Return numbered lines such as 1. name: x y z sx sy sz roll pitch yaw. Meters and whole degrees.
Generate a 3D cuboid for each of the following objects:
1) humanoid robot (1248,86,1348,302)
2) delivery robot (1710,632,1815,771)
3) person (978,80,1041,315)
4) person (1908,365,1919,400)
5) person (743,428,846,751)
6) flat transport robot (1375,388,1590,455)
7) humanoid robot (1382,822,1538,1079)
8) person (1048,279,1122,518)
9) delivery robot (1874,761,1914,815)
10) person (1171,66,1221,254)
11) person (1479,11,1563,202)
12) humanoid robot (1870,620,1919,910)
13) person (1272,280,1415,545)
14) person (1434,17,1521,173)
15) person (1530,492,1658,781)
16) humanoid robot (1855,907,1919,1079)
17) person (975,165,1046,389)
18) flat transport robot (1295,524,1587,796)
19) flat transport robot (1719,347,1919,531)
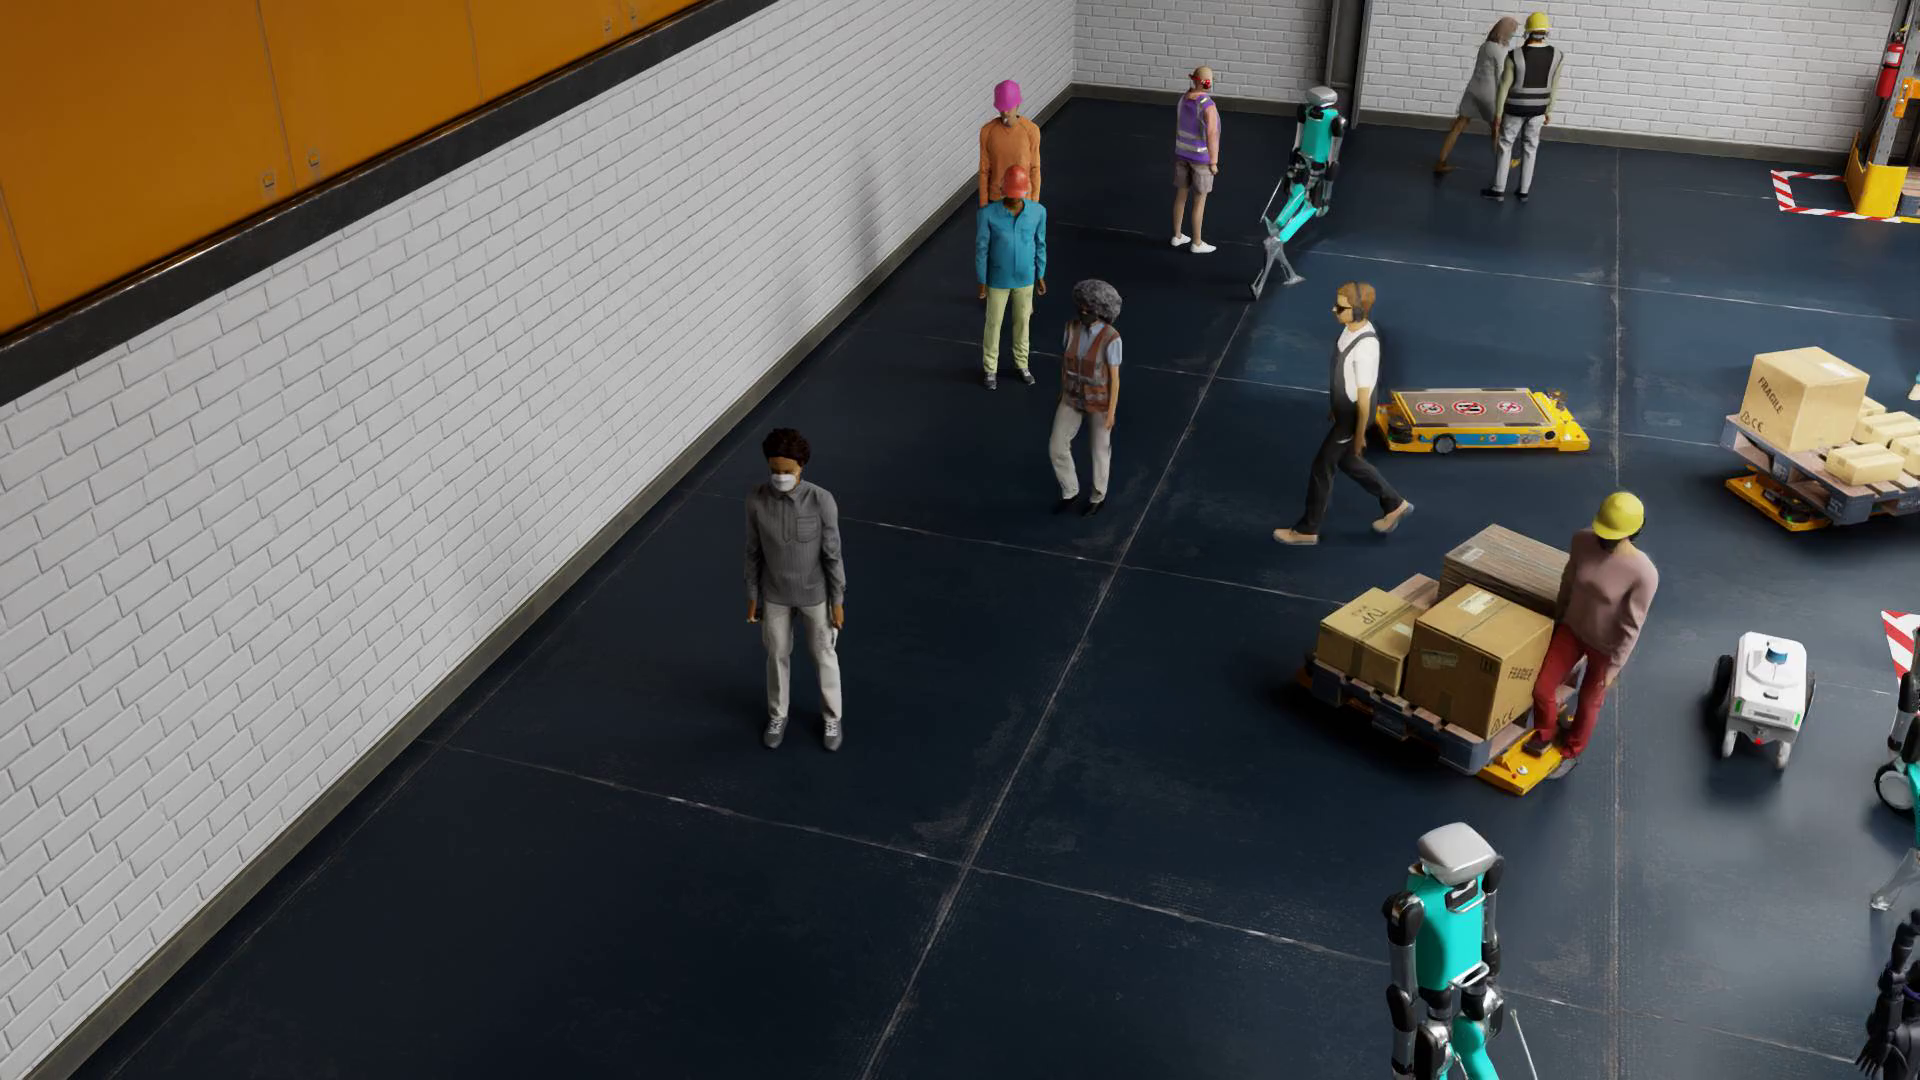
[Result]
1. humanoid robot: 2.754 -2.894 14.135 0.903 1.813 0.545 -18 35 -28
2. delivery robot: 4.331 0.813 8.935 0.499 0.570 0.750 13 33 21
3. person: 0.405 -2.828 13.765 0.517 1.972 0.405 3 31 6
4. person: 7.385 -1.825 12.153 0.371 1.864 0.537 -4 31 -6
5. person: -0.843 0.255 8.599 0.536 1.889 0.388 4 31 7
6. flat transport robot: 3.767 -0.867 12.101 1.431 0.231 0.659 0 30 -1
7. humanoid robot: 1.898 1.939 5.963 0.555 1.849 0.892 -20 36 -30
8. person: 0.794 -0.883 10.734 0.479 1.671 0.504 20 36 31
9. delivery robot: 5.064 1.202 8.311 0.499 0.608 0.801 -16 34 -25
10. person: 2.133 -3.439 15.070 0.345 1.694 0.482 -22 37 -32
11. person: 5.520 -4.234 16.300 0.616 1.821 0.419 -2 30 -3
12. humanoid robot: 4.485 1.018 7.447 0.538 1.776 0.697 4 31 7
13. person: 2.503 -0.778 10.426 0.842 1.819 0.515 3 31 4
14. person: 5.412 -4.538 17.034 0.982 1.575 0.501 -11 32 -18
15. person: 3.125 0.517 8.290 0.461 1.748 0.531 -19 36 -30
16. humanoid robot: 3.670 1.807 6.173 0.585 1.652 0.475 -6 31 -11
17. person: 0.391 -1.986 12.547 0.562 1.741 0.336 -7 31 -12
18. flat transport robot: 2.625 0.879 9.130 0.659 0.231 1.431 -26 39 -37
19. flat transport robot: 6.011 -0.375 11.264 1.431 0.231 0.659 -9 32 -14
